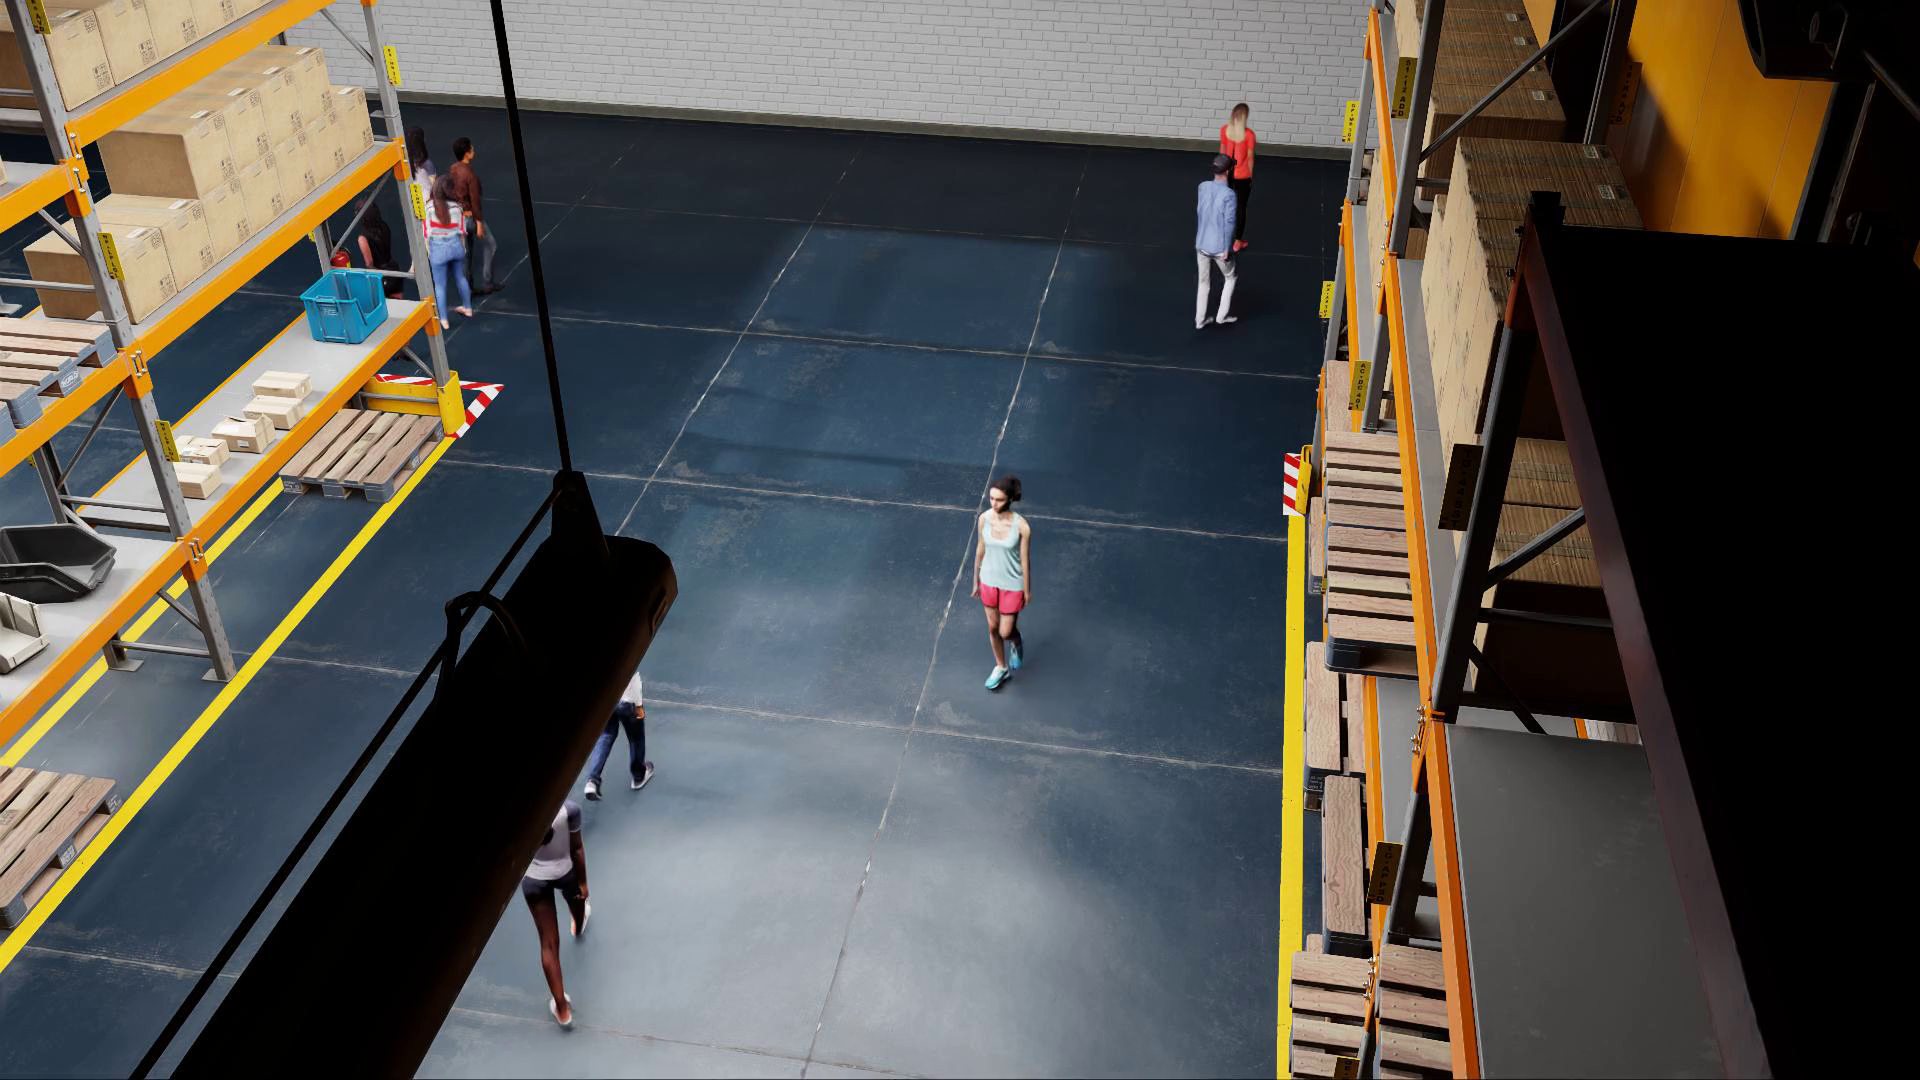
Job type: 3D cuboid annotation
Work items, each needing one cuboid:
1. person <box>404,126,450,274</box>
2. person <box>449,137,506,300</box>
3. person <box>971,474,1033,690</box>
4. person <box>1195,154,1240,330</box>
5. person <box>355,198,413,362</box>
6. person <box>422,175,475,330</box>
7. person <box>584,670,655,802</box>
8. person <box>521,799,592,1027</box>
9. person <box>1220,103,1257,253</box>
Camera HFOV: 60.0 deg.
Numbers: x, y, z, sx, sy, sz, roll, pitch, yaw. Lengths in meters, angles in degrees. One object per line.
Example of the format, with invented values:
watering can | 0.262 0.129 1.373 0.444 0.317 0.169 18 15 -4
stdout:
person | -5.874 -3.643 18.149 0.903 1.672 1.171 21 39 29
person | -5.291 -3.375 17.667 0.815 1.760 0.837 23 40 31
person | 0.351 0.291 12.157 0.711 1.753 0.793 16 37 23
person | 2.553 -3.015 17.022 0.809 1.874 0.859 26 42 34
person | -5.598 -2.529 16.424 0.716 1.727 0.637 13 36 18
person | -5.282 -2.995 17.252 0.741 1.587 0.796 -29 43 -36
person | -2.323 1.125 11.095 0.614 1.539 0.906 11 35 17
person | -2.370 2.035 9.609 0.955 1.669 1.294 -7 34 -10
person | 3.111 -4.122 18.850 0.663 1.694 0.664 21 39 28
